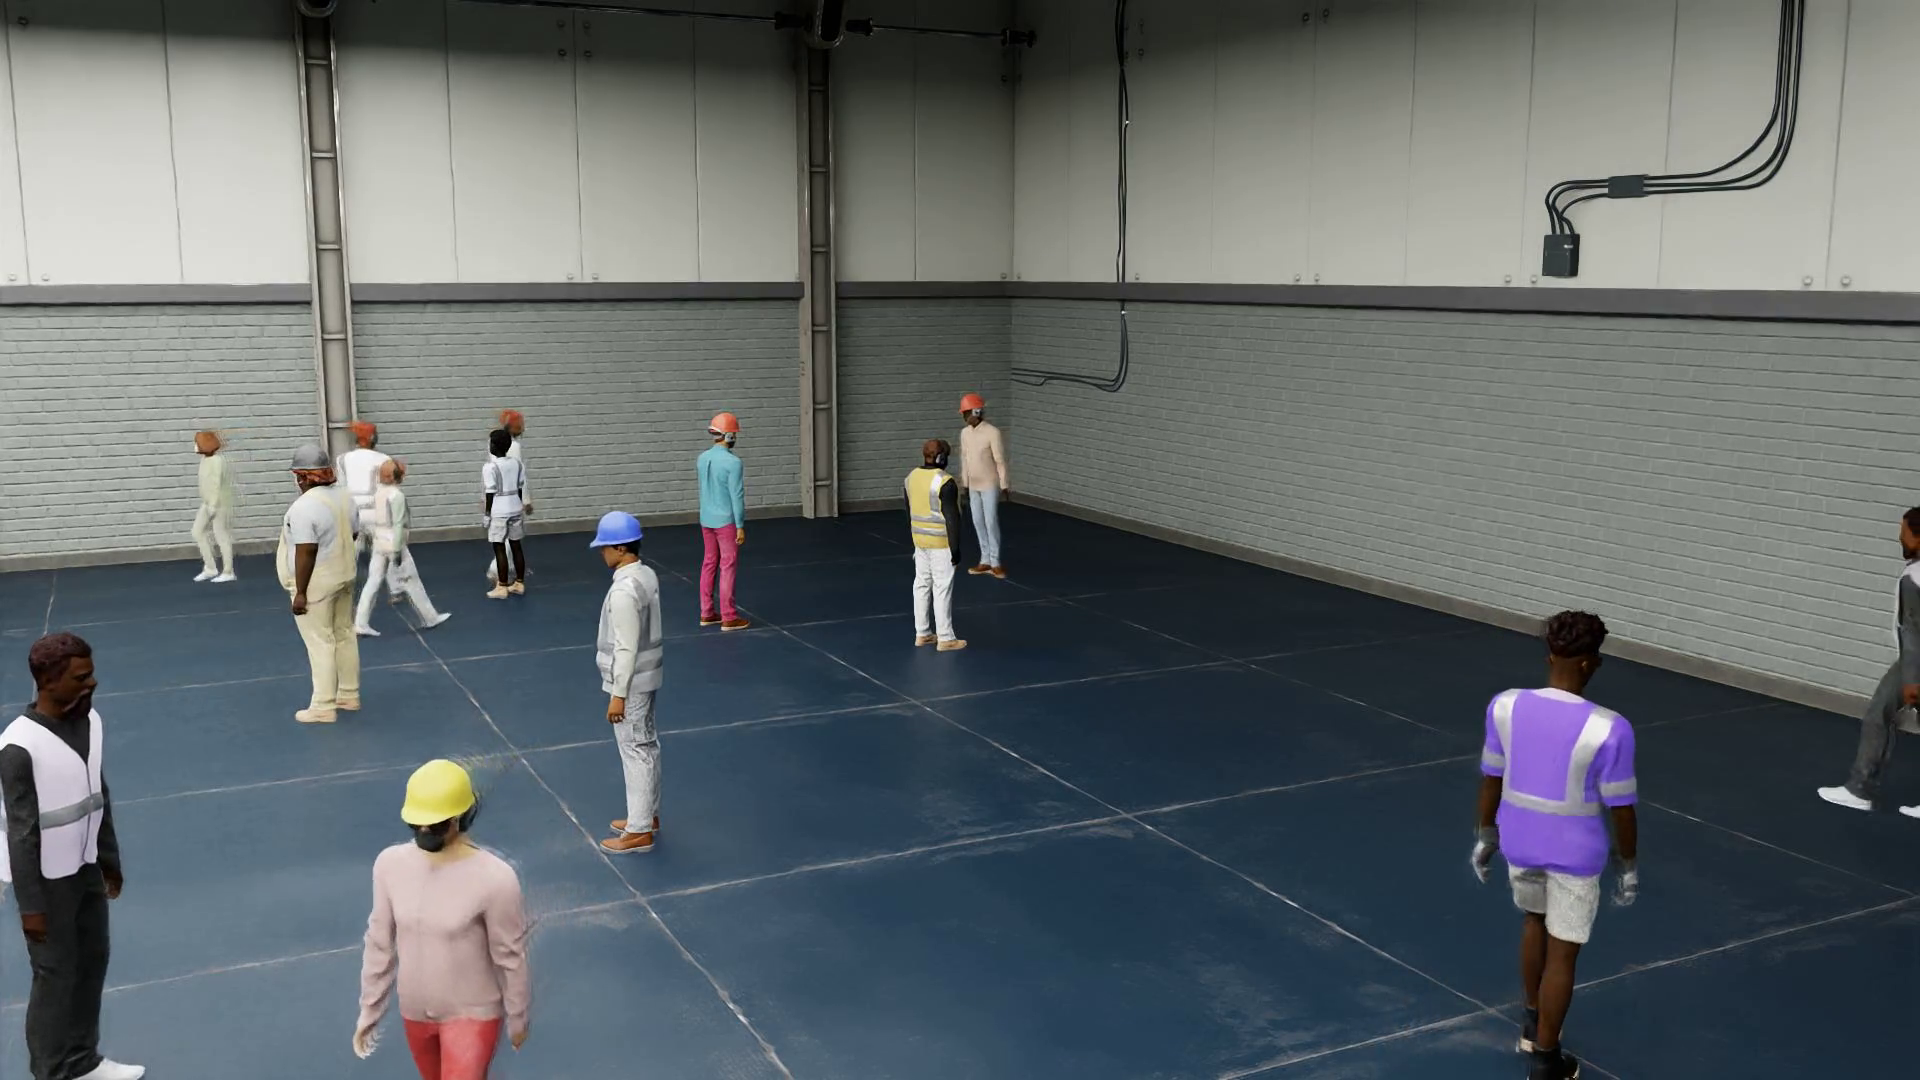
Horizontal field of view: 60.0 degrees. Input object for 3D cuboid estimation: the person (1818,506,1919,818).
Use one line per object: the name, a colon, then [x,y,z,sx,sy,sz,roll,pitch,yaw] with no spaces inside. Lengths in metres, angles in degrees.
person: [5.646,0.729,10.006,0.601,1.886,0.848,-6,11,-34]

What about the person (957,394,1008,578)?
person: [0.238,-0.576,17.799,0.450,1.969,0.690,-8,12,-39]

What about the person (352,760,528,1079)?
person: [-1.667,1.532,5.554,0.521,1.734,0.870,3,10,17]

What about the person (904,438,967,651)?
person: [-0.200,0.036,14.427,0.429,1.842,0.626,-8,12,-41]

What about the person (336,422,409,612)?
person: [-5.756,-0.235,16.175,0.621,1.820,1.007,1,9,9]

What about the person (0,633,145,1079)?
person: [-3.496,1.299,6.453,0.391,1.909,0.587,0,9,1]

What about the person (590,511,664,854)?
person: [-1.867,0.795,9.420,0.389,1.946,0.603,0,9,0]

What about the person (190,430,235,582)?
person: [-7.892,-0.341,17.441,0.502,1.617,0.493,9,13,44]

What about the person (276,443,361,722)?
person: [-4.714,0.302,12.168,0.536,2.000,0.688,2,9,12]

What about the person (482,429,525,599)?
person: [-4.585,-0.262,16.697,0.315,1.697,0.541,5,10,27]

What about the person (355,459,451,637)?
person: [-5.094,0.070,14.977,0.530,1.584,0.914,9,13,44]

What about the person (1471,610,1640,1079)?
person: [2.474,1.224,6.767,0.672,1.944,0.650,-8,12,-42]

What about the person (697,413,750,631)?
person: [-2.166,-0.172,15.276,0.610,1.985,0.415,9,13,43]

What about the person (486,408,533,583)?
person: [-4.753,-0.462,17.477,0.549,1.857,0.633,-6,11,-35]
